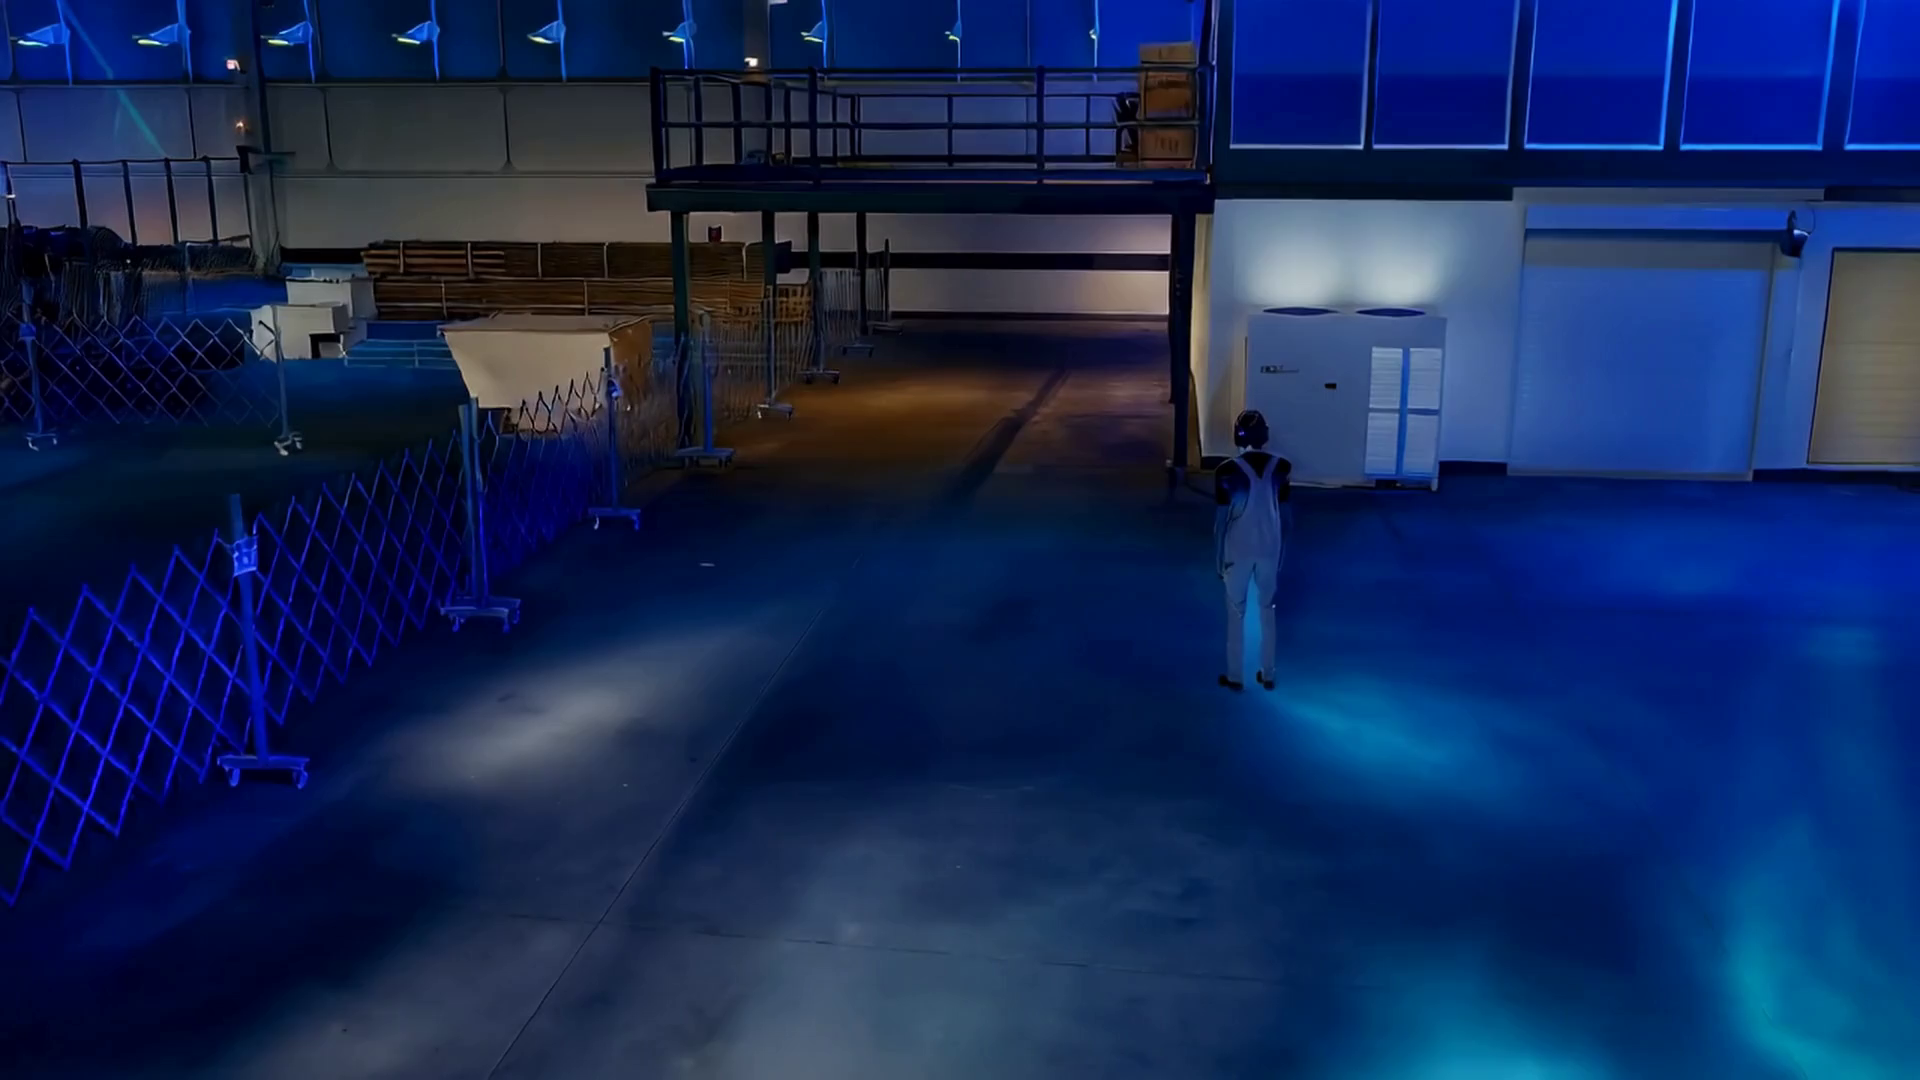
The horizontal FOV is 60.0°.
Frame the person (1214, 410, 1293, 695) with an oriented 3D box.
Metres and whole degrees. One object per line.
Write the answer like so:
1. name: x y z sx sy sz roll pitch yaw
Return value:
1. person: 1.860 0.083 10.654 0.502 1.831 0.361 -2 14 -8
